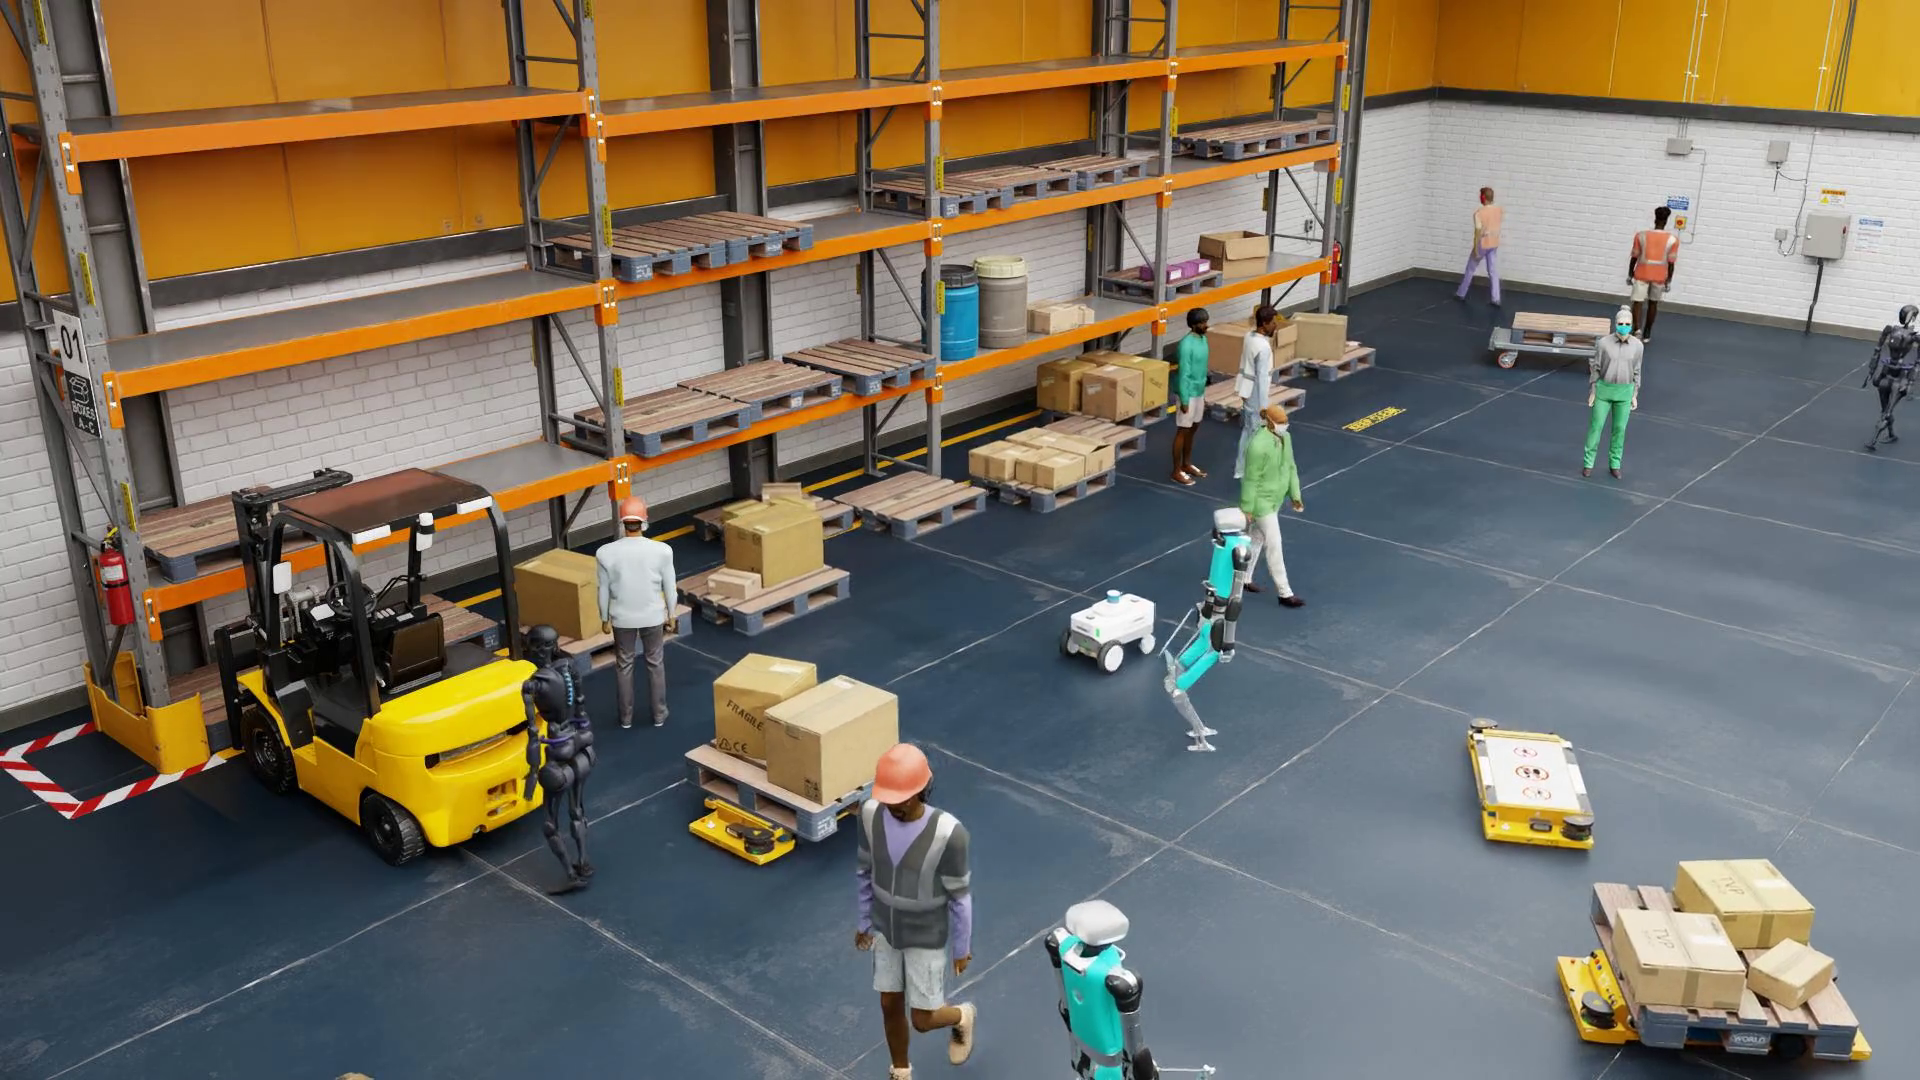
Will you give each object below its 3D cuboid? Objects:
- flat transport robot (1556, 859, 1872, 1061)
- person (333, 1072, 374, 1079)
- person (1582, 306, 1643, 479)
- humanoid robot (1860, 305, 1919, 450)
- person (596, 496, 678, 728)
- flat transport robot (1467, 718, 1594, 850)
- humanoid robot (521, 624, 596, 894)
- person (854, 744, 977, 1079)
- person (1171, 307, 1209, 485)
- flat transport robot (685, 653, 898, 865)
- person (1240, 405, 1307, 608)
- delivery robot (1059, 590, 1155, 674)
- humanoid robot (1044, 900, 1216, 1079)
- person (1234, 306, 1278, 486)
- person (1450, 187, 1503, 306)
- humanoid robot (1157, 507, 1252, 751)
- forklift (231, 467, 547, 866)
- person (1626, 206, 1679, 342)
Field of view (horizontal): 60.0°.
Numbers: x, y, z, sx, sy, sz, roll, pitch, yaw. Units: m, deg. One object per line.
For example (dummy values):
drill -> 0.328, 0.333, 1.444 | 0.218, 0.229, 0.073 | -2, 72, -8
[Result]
flat transport robot -> 4.002, 2.458, 8.892 | 1.431, 0.231, 0.659 | 2, 20, 7
person -> -2.040, 2.683, 5.877 | 0.628, 1.937, 0.379 | -4, 21, -11
person -> 6.878, -1.554, 17.498 | 0.511, 1.839, 0.341 | 4, 21, 10
humanoid robot -> 10.367, -1.815, 18.493 | 0.777, 1.624, 0.602 | -9, 22, -24
person -> -2.322, 0.524, 12.010 | 0.572, 1.739, 0.351 | -4, 21, -10
flat transport robot -> 3.807, 1.622, 11.157 | 0.659, 0.231, 1.431 | 4, 21, 11
humanoid robot -> -2.391, 1.297, 10.005 | 0.411, 1.638, 0.612 | 8, 22, 20
person -> -0.200, 1.844, 8.032 | 0.613, 2.023, 0.620 | 12, 24, 30
person -> 2.401, -1.520, 17.388 | 0.379, 1.847, 0.505 | 13, 24, 30
flat transport robot -> -1.027, 1.691, 10.970 | 0.659, 0.231, 1.431 | 16, 26, 37
person -> 2.729, -0.300, 14.223 | 0.848, 1.746, 0.550 | 15, 25, 35
delivery robot -> 1.217, 0.691, 13.253 | 0.764, 0.586, 0.499 | -17, 26, -39
humanoid robot -> 0.770, 2.281, 7.233 | 1.016, 1.719, 0.568 | -14, 25, -34
person -> 3.053, -1.488, 17.223 | 0.394, 1.904, 0.600 | -2, 20, -5
person -> 8.058, -4.520, 25.591 | 0.554, 1.788, 0.945 | -9, 22, -23
humanoid robot -> 1.663, 0.650, 11.665 | 0.655, 1.791, 0.535 | -3, 21, -9
forklift -> -3.730, 0.710, 10.856 | 2.313, 2.155, 1.214 | 17, 26, 38
person -> 9.568, -3.649, 23.032 | 0.601, 1.937, 0.840 | 7, 21, 18
